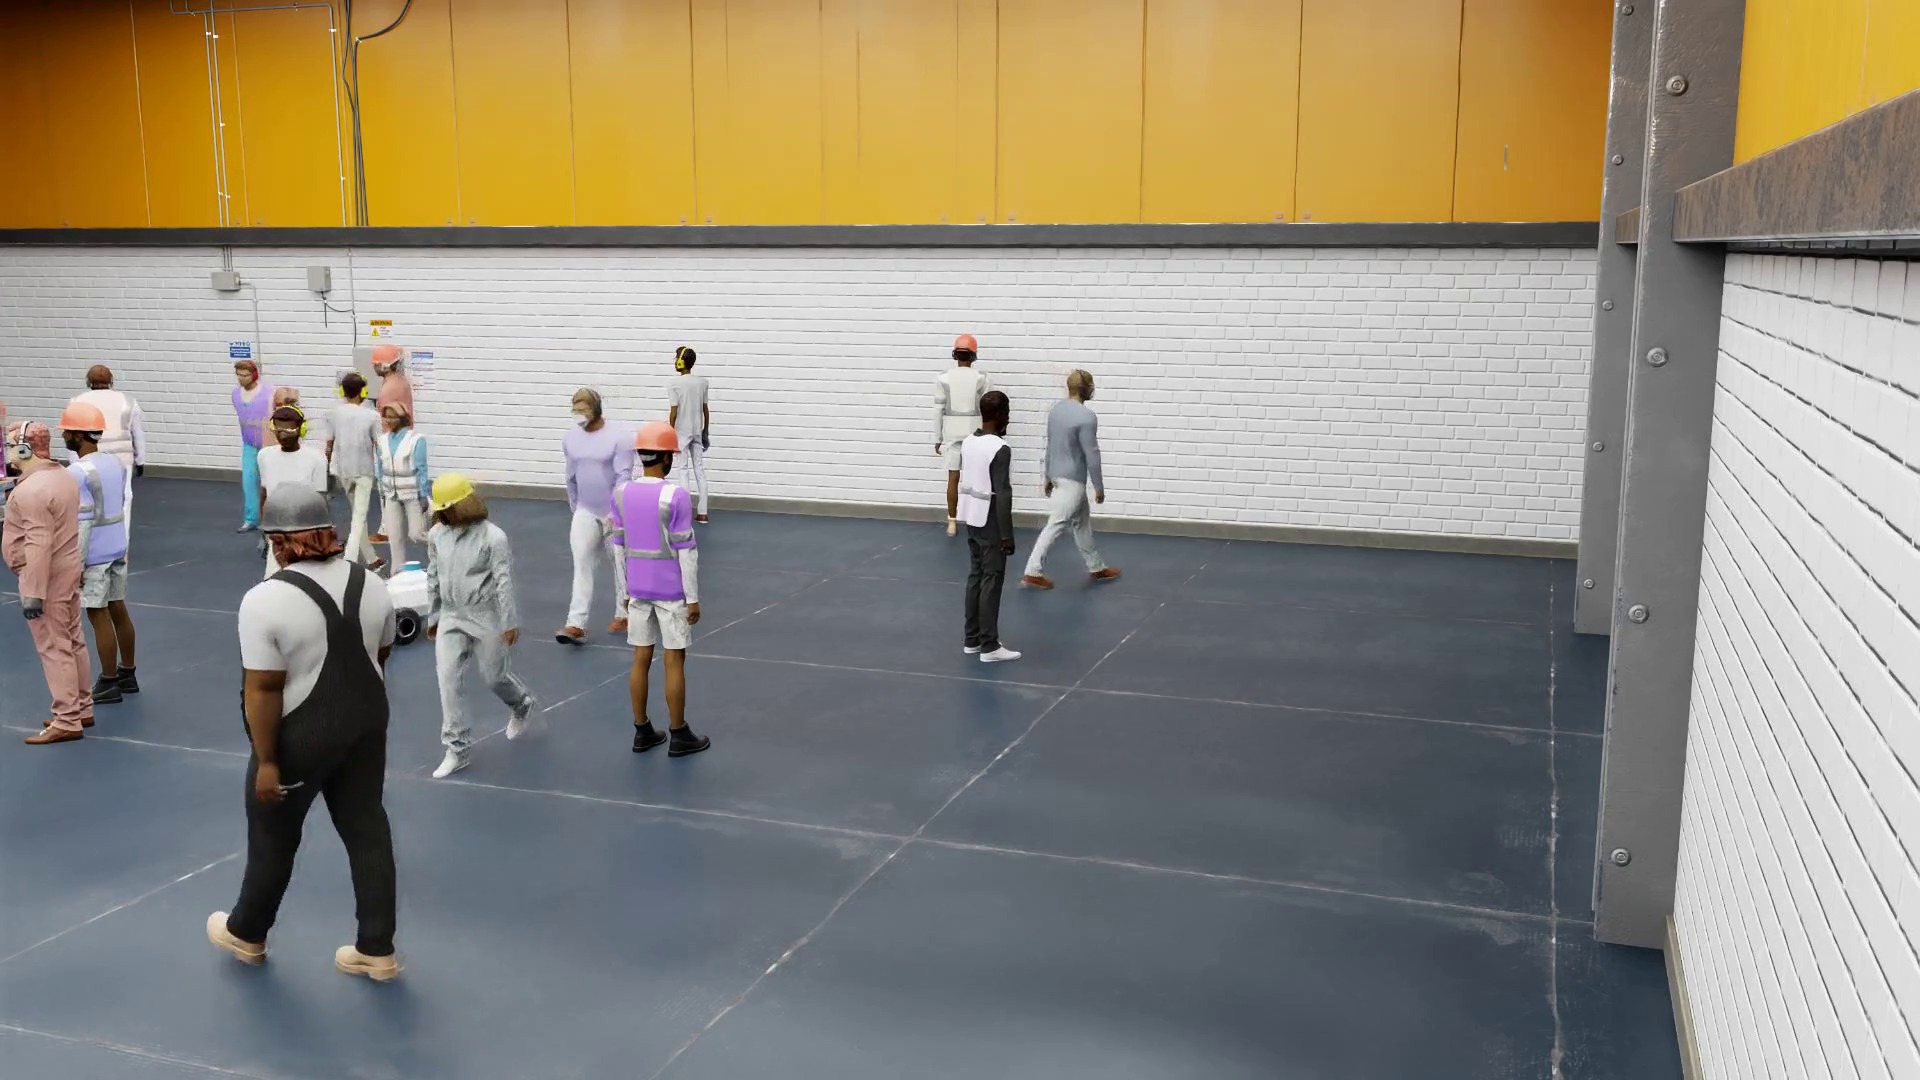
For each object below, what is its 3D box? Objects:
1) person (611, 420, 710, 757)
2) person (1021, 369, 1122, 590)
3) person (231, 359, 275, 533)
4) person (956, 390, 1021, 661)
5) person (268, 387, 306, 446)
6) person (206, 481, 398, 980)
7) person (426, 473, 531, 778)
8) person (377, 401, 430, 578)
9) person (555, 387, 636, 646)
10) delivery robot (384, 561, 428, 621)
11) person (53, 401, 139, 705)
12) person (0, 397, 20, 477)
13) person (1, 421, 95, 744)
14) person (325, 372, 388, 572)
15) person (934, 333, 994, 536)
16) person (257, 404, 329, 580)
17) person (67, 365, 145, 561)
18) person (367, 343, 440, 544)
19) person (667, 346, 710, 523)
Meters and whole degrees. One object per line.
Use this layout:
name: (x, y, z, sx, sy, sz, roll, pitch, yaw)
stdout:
person: (-1.717, 0.280, 9.543, 0.542, 1.936, 0.364, 5, 11, 25)
person: (0.938, -0.516, 14.198, 1.031, 1.887, 0.650, -4, 11, -23)
person: (-7.173, -1.005, 17.254, 0.586, 1.784, 0.941, 3, 11, 17)
person: (0.187, -0.101, 11.771, 0.385, 1.910, 0.592, -5, 11, -24)
person: (-6.122, -0.604, 15.389, 0.603, 1.618, 0.543, -8, 13, -39)
person: (-2.657, 0.735, 6.680, 0.953, 2.000, 0.708, 6, 12, 31)
person: (-2.724, 0.428, 9.394, 0.541, 1.692, 0.782, 2, 10, 12)
person: (-4.677, -0.379, 14.119, 0.523, 1.621, 0.585, 4, 11, 19)
person: (-2.688, -0.169, 12.201, 0.618, 1.877, 1.010, 3, 10, 16)
delivery robot: (-4.086, 0.404, 12.466, 0.477, 0.478, 0.707, 8, 13, 40)
person: (-5.529, 0.083, 10.633, 0.354, 1.942, 0.545, 0, 10, 1)
person: (-10.231, -1.031, 17.639, 0.554, 1.675, 0.552, -2, 10, -10)
person: (-5.410, 0.245, 9.820, 0.402, 1.906, 0.652, -2, 10, -12)
person: (-5.279, -0.546, 14.538, 0.529, 1.827, 0.942, 1, 10, 7)
person: (0.048, -1.052, 16.738, 0.615, 2.041, 0.391, 1, 10, 6)
person: (-4.602, -0.017, 11.457, 0.545, 1.843, 0.477, 0, 10, 1)
person: (-7.979, -0.727, 15.536, 0.664, 1.811, 0.818, -7, 12, -34)
person: (-5.472, -0.933, 16.245, 0.718, 1.977, 0.628, 1, 10, 5)
person: (-2.855, -1.089, 17.416, 0.531, 1.876, 0.317, -9, 14, -43)
